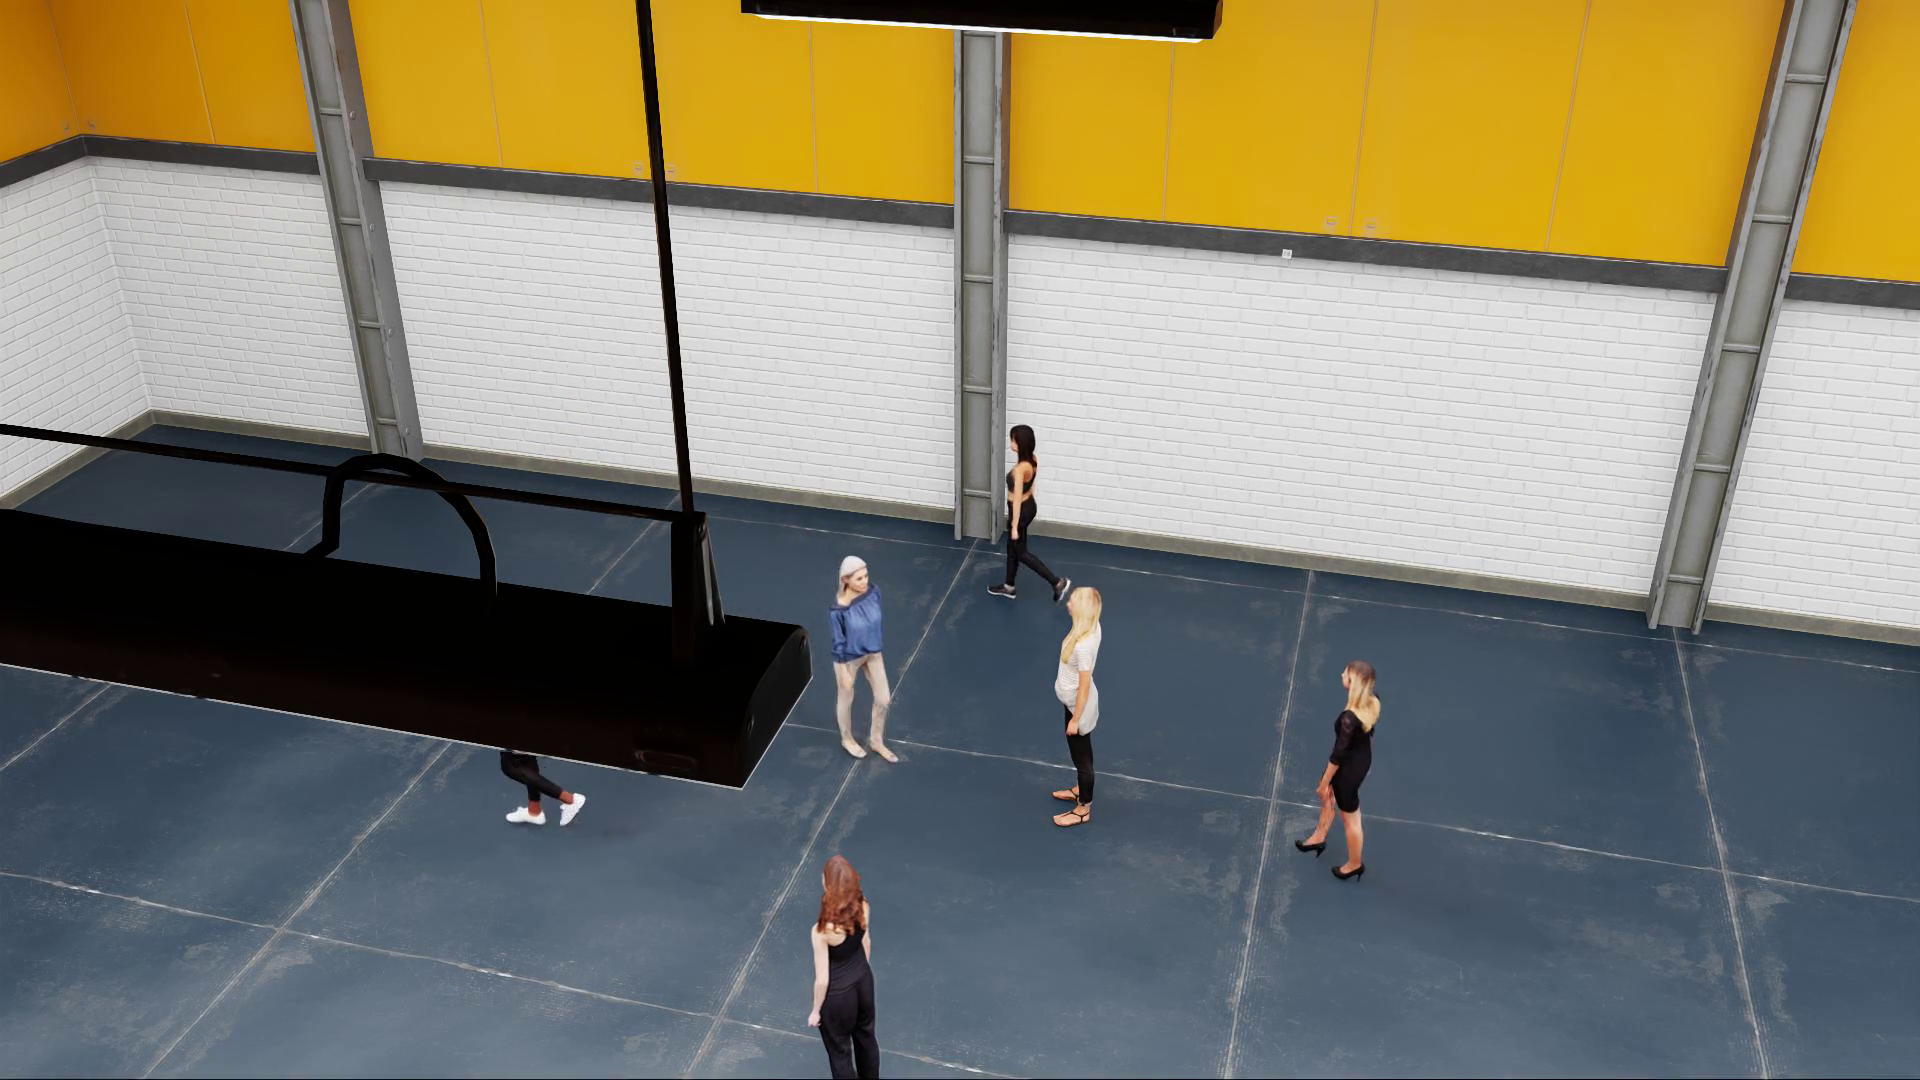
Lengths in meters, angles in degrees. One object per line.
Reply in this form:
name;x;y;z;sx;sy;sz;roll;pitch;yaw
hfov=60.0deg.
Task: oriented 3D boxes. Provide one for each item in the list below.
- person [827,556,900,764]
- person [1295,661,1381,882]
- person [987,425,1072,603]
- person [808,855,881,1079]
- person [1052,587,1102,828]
person;-0.796;0.828;11.943;0.803;1.684;0.870;-23;36;-36
person;2.580;1.527;10.677;0.820;1.659;0.693;16;33;27
person;0.586;-0.185;13.849;0.984;1.625;0.598;10;30;17
person;-0.614;2.423;8.943;0.652;1.746;0.665;22;36;35
person;0.821;1.110;11.266;0.590;1.827;0.636;2;29;3
